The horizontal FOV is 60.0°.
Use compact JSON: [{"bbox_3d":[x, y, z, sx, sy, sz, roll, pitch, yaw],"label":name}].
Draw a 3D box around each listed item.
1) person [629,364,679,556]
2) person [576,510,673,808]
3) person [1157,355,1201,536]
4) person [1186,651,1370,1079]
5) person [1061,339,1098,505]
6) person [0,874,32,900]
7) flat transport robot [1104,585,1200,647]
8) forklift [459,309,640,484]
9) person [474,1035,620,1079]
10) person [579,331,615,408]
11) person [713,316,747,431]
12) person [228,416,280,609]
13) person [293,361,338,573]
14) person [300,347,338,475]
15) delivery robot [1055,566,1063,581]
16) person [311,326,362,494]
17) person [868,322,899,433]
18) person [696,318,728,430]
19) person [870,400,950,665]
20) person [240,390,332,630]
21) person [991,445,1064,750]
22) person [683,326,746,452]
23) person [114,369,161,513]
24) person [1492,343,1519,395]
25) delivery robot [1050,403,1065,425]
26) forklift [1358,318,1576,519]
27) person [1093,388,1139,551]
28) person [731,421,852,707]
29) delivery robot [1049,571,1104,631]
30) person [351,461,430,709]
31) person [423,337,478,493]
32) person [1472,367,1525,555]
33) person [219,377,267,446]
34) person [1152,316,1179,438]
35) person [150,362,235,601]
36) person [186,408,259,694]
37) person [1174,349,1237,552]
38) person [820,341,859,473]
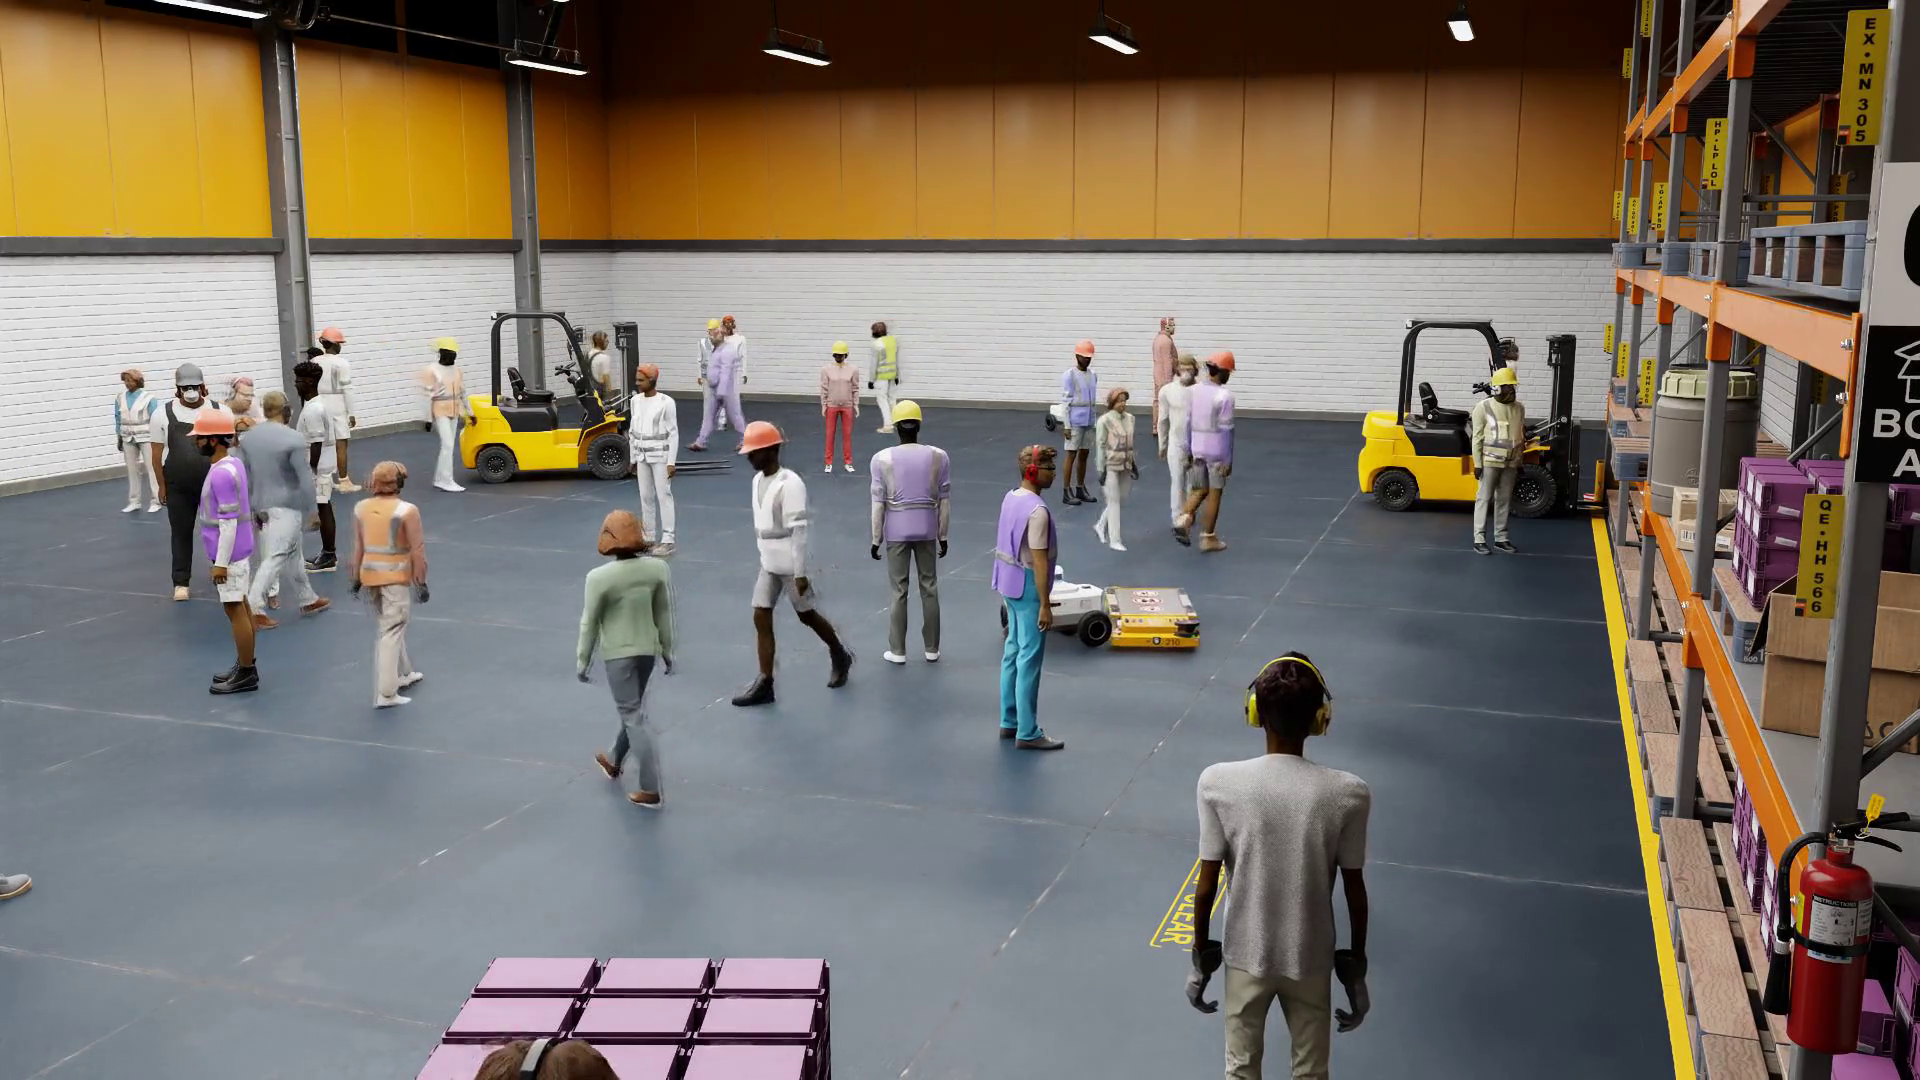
[{"bbox_3d":[-3.011,-0.788,16.301,0.582,1.882,0.338,7,12,33],"label":"person"},{"bbox_3d":[-1.885,0.625,9.119,0.801,1.592,0.523,9,14,42],"label":"person"},{"bbox_3d":[2.423,-1.022,17.667,0.646,1.887,1.050,1,10,8],"label":"person"},{"bbox_3d":[0.934,1.247,4.882,0.533,1.869,0.311,2,10,10],"label":"person"},{"bbox_3d":[1.431,-1.378,19.480,0.548,1.934,0.374,-9,14,-42],"label":"person"},{"bbox_3d":[-4.656,0.693,7.642,0.622,1.993,0.382,5,11,25],"label":"person"},{"bbox_3d":[1.493,0.586,13.102,0.652,0.197,1.431,0,10,2],"label":"flat transport robot"},{"bbox_3d":[-5.354,-1.902,21.697,2.313,2.155,1.214,-2,10,-13],"label":"forklift"},{"bbox_3d":[-0.626,1.657,2.693,0.488,1.830,0.631,0,10,-2],"label":"person"},{"bbox_3d":[-5.150,-2.041,23.535,0.591,1.822,0.445,8,13,39],"label":"person"},{"bbox_3d":[-3.771,-2.725,27.211,0.573,1.883,0.355,-2,10,-10],"label":"person"},{"bbox_3d":[-5.876,-0.221,13.811,0.504,1.632,0.270,-3,10,-14],"label":"person"},{"bbox_3d":[-5.998,-0.684,15.483,0.367,1.966,0.606,-3,10,-15],"label":"person"},{"bbox_3d":[-8.449,-1.700,21.953,0.536,1.699,0.322,0,10,2],"label":"person"},{"bbox_3d":[0.622,0.360,13.311,0.477,0.478,0.707,2,10,11],"label":"delivery robot"},{"bbox_3d":[-7.640,-1.587,20.355,0.615,2.038,0.396,4,11,23],"label":"person"},{"bbox_3d":[-1.239,-2.613,26.818,0.432,1.805,0.713,7,12,35],"label":"person"},{"bbox_3d":[-4.026,-2.712,27.280,0.586,1.833,0.404,-1,10,-6],"label":"person"},{"bbox_3d":[-0.364,-0.050,12.051,0.585,1.918,0.379,-2,10,-14],"label":"person"},{"bbox_3d":[-5.449,-0.256,13.297,0.663,1.891,0.983,5,11,27],"label":"person"},{"bbox_3d":[0.396,0.342,10.052,0.377,1.839,0.567,-3,11,-18],"label":"person"},{"bbox_3d":[-3.525,-2.200,24.340,1.021,1.854,0.665,-6,11,-28],"label":"person"},{"bbox_3d":[-9.319,-1.121,18.866,0.522,1.638,0.310,1,10,7],"label":"person"},{"bbox_3d":[7.917,-2.059,24.235,0.366,1.608,0.513,-3,10,-14],"label":"person"},{"bbox_3d":[1.772,-2.069,26.989,0.477,0.478,0.707,-6,12,-29],"label":"delivery robot"},{"bbox_3d":[5.787,-1.437,19.079,2.313,2.155,1.214,3,11,19],"label":"forklift"},{"bbox_3d":[1.524,-0.716,16.706,0.523,1.628,0.648,-9,14,-42],"label":"person"},{"bbox_3d":[-1.109,0.131,11.141,0.954,1.888,0.617,-8,13,-38],"label":"person"},{"bbox_3d":[0.721,0.481,12.627,0.707,0.478,0.477,-4,11,-22],"label":"delivery robot"},{"bbox_3d":[-3.769,0.277,11.123,0.566,1.601,0.782,4,11,21],"label":"person"},{"bbox_3d":[-6.295,-1.550,20.529,0.640,1.896,0.606,5,11,24],"label":"person"},{"bbox_3d":[5.308,-0.776,16.365,0.588,1.837,0.404,-4,11,-20],"label":"person"},{"bbox_3d":[-6.520,-0.544,15.004,0.667,1.852,0.703,-9,13,-41],"label":"person"},{"bbox_3d":[3.249,-2.563,26.227,0.401,1.910,0.641,-1,10,-7],"label":"person"},{"bbox_3d":[-6.532,-0.505,14.262,0.684,2.000,0.538,-6,12,-30],"label":"person"},{"bbox_3d":[-4.986,0.076,11.277,0.362,1.938,0.543,-3,11,-16],"label":"person"},{"bbox_3d":[2.444,-0.865,16.348,0.539,2.019,0.636,-8,13,-37],"label":"person"},{"bbox_3d":[-1.598,-1.773,22.193,0.523,1.763,0.329,-2,10,-11],"label":"person"}]
